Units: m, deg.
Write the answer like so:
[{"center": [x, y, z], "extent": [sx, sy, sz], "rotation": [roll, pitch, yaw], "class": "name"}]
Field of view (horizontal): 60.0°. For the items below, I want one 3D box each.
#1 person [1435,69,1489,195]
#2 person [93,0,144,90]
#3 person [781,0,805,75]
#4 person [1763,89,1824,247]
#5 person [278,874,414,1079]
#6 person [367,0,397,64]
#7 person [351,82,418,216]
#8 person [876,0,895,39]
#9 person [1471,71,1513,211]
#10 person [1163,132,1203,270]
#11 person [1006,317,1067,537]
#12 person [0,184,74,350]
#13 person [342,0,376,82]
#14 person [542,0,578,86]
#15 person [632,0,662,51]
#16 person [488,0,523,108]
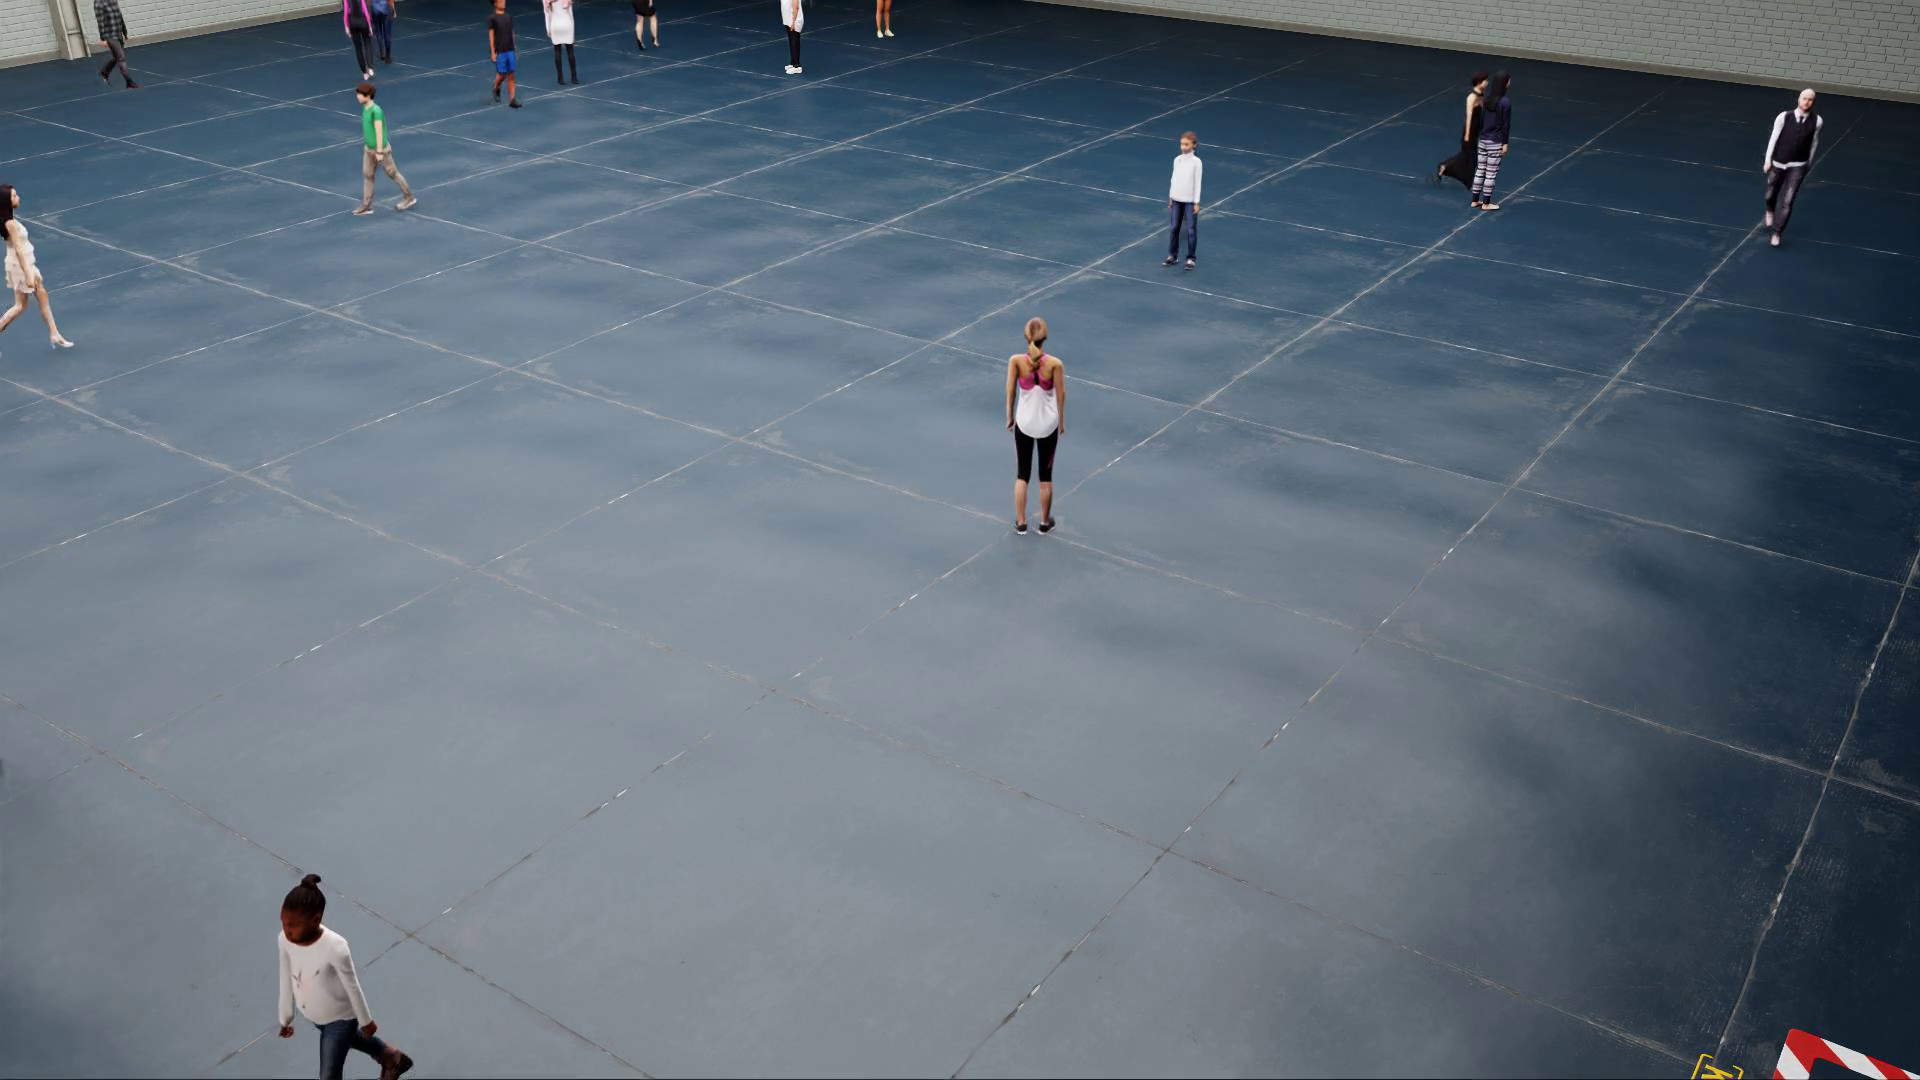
[{"center": [6.635, -5.358, 21.809], "extent": [0.652, 1.585, 0.861], "rotation": [16, 32, 29], "class": "person"}, {"center": [-13.362, -7.934, 26.089], "extent": [1.004, 1.688, 1.111], "rotation": [4, 28, 8], "class": "person"}, {"center": [-2.889, -8.928, 28.630], "extent": [0.819, 1.688, 0.749], "rotation": [-3, 27, -6], "class": "person"}, {"center": [9.873, -4.464, 19.835], "extent": [0.827, 1.802, 1.158], "rotation": [11, 29, 20], "class": "person"}, {"center": [-2.790, 2.094, 7.518], "extent": [0.638, 1.418, 1.038], "rotation": [13, 30, 24], "class": "person"}, {"center": [-10.177, -9.249, 29.209], "extent": [0.703, 1.727, 0.755], "rotation": [-4, 27, -7], "class": "person"}, {"center": [-7.238, -4.915, 20.920], "extent": [1.137, 1.611, 0.724], "rotation": [-25, 36, -39], "class": "person"}, {"center": [-1.439, -10.470, 31.510], "extent": [0.630, 1.791, 0.727], "rotation": [-14, 31, -26], "class": "person"}, {"center": [6.751, -5.076, 21.098], "extent": [0.666, 1.733, 0.681], "rotation": [-14, 30, -25], "class": "person"}, {"center": [2.582, -3.886, 18.980], "extent": [0.546, 1.557, 0.515], "rotation": [15, 31, 27], "class": "person"}, {"center": [0.589, -0.867, 12.865], "extent": [0.682, 1.788, 0.667], "rotation": [5, 28, 9], "class": "person"}, {"center": [-9.334, -2.614, 16.347], "extent": [1.100, 1.707, 0.841], "rotation": [-15, 31, -27], "class": "person"}, {"center": [-10.107, -8.607, 27.947], "extent": [0.762, 1.742, 0.815], "rotation": [-9, 29, -17], "class": "person"}, {"center": [-6.656, -8.535, 27.744], "extent": [0.713, 1.800, 0.787], "rotation": [-7, 28, -14], "class": "person"}, {"center": [-5.815, -9.749, 30.216], "extent": [0.695, 1.694, 0.742], "rotation": [14, 31, 26], "class": "person"}, {"center": [-7.225, -7.714, 26.161], "extent": [0.840, 1.789, 0.767], "rotation": [-24, 36, -38], "class": "person"}]
